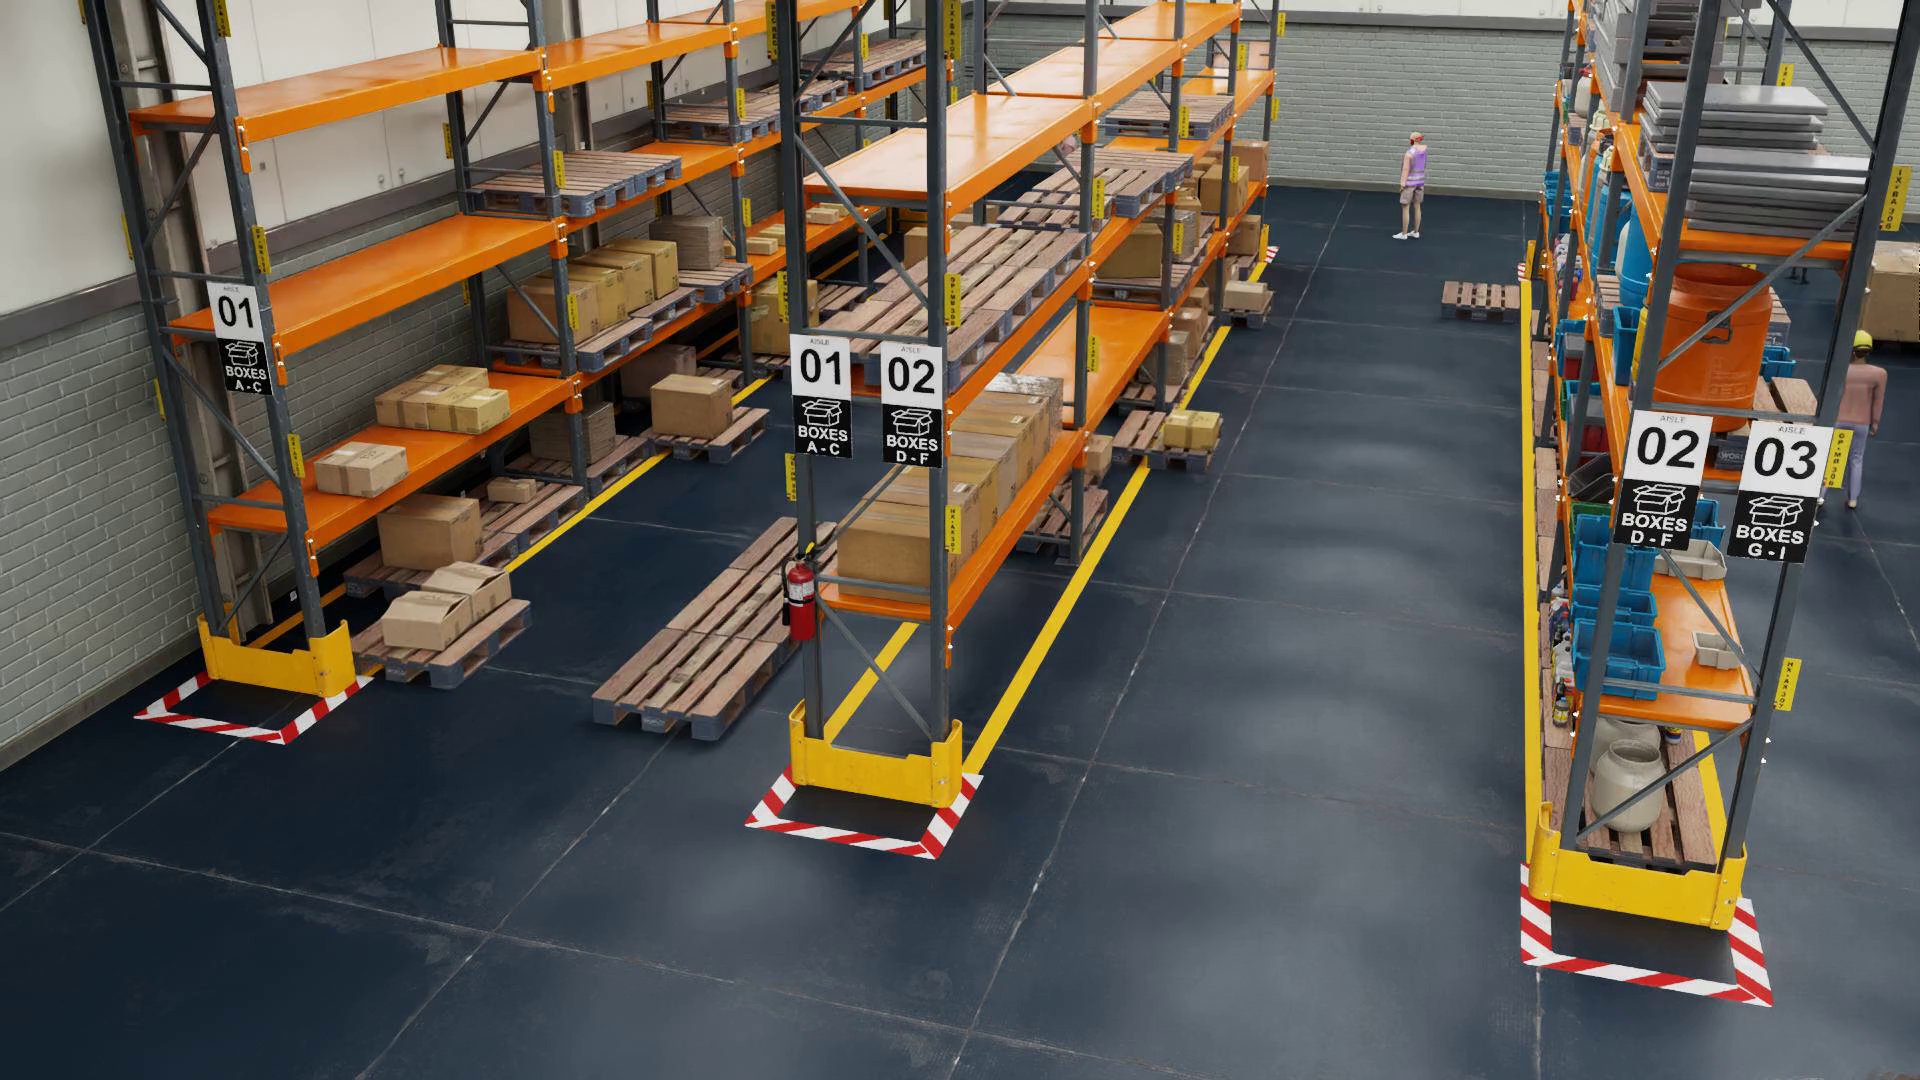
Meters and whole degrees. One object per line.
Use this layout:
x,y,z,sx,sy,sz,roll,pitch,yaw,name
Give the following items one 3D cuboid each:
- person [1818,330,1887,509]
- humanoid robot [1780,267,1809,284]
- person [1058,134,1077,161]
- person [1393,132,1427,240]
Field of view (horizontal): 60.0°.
8.504,-1.147,15.951,0.548,1.759,0.345,9,25,20,person
12.151,-4.535,23.892,0.328,1.657,0.601,-4,24,-9,humanoid robot
1.741,-5.899,26.916,0.336,1.801,0.521,4,24,8,person
7.179,-5.618,26.412,0.489,1.688,0.351,-14,27,-29,person
